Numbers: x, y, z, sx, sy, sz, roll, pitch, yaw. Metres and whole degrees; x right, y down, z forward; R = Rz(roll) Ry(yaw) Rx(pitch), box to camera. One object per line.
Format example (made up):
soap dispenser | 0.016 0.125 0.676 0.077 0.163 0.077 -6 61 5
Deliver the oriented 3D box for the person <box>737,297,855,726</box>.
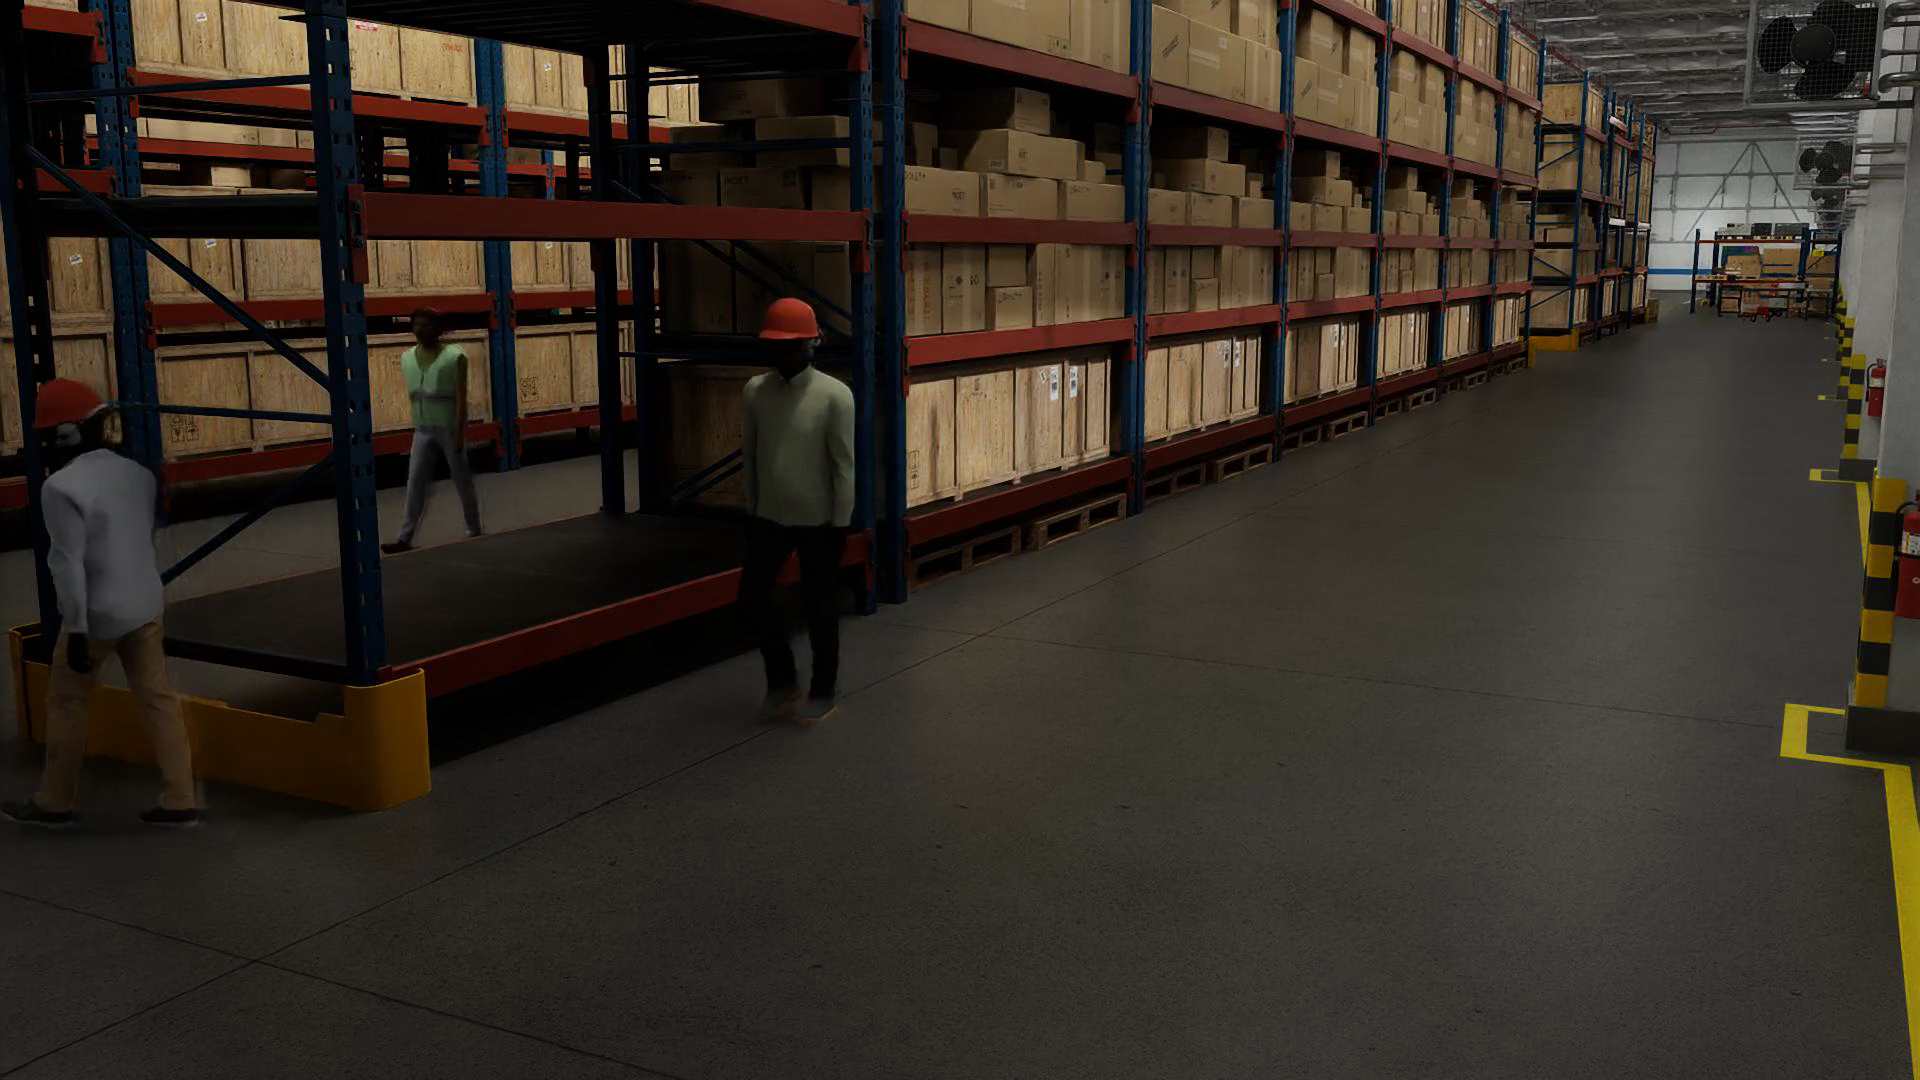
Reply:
person | -0.767 -0.111 7.603 0.655 1.972 0.542 5 11 27

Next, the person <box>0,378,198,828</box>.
person | -3.283 0.253 6.243 0.825 1.706 0.602 2 10 12

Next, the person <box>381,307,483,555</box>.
person | -3.775 -0.771 11.972 0.591 1.792 0.980 3 10 17
